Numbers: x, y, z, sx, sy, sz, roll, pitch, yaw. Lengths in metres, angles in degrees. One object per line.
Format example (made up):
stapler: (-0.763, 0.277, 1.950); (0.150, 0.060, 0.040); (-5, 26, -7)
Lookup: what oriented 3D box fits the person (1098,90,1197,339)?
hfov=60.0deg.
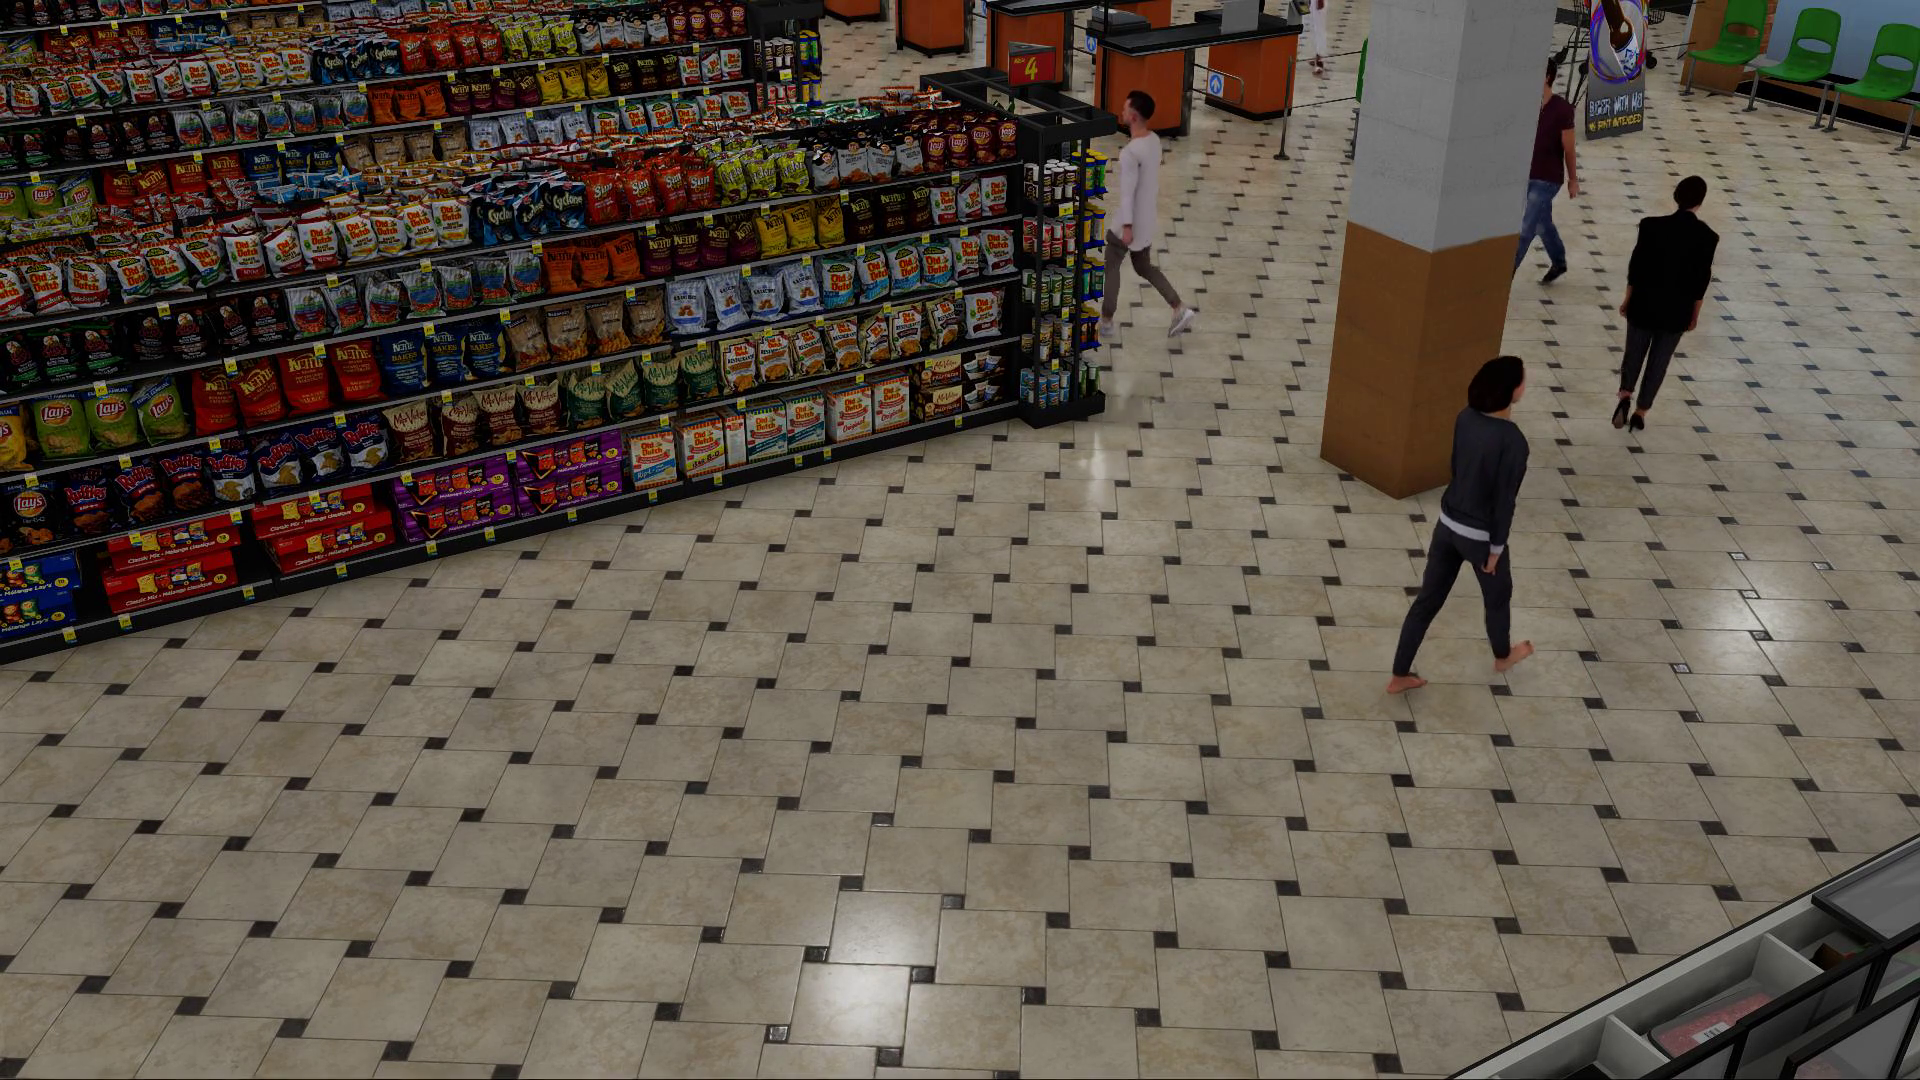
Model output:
person: (1.318, -2.279, 11.881); (1.054, 1.816, 1.160); (17, 33, 28)

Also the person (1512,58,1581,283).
person: (4.560, -2.782, 12.834); (1.196, 1.786, 0.817); (-14, 32, -24)

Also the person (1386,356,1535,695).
person: (2.341, -0.009, 7.823); (1.094, 1.722, 0.662); (-18, 33, -29)

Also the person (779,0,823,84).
person: (-1.482, -4.472, 15.908); (0.945, 1.807, 0.943); (21, 35, 34)

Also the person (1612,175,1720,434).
person: (4.354, -1.410, 10.408); (0.815, 1.703, 0.899); (19, 34, 31)
